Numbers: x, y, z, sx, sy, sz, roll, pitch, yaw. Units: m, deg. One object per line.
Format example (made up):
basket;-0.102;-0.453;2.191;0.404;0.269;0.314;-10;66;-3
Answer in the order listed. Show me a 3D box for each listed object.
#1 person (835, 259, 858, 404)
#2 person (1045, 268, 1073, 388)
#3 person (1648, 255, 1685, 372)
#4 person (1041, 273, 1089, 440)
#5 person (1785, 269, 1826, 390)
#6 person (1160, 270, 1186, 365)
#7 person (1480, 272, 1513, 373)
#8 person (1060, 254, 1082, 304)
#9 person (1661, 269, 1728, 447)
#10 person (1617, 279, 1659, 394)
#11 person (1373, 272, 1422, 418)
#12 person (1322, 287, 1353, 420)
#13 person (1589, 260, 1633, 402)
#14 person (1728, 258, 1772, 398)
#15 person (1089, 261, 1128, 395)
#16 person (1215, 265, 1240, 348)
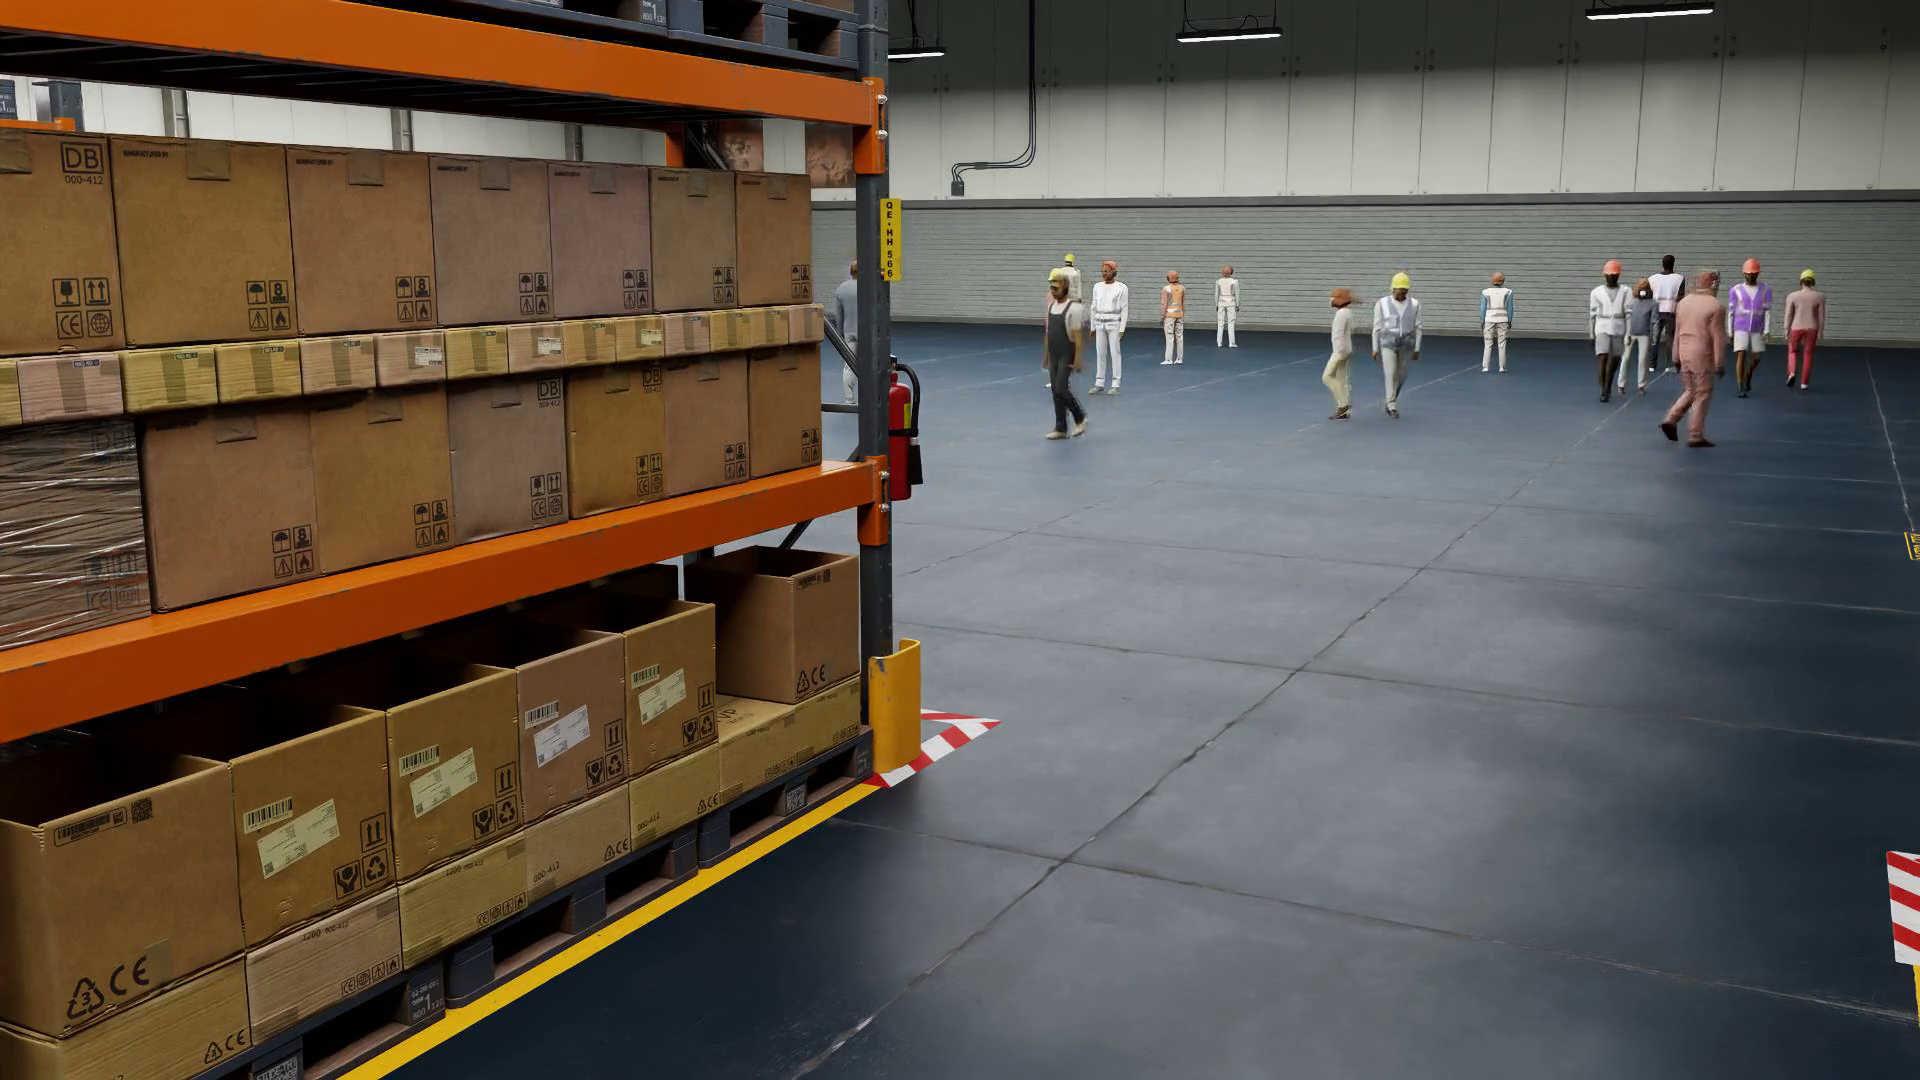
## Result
person;-1.297;-2.622;21.318;0.627;1.940;0.373;5;12;27
person;1.444;-3.103;24.445;0.341;1.757;0.518;-9;14;-41
person;11.629;-3.735;27.436;0.591;1.922;0.392;7;13;34
person;1.120;-2.001;18.245;0.424;1.830;0.515;-7;12;-33
person;12.317;-3.066;24.269;0.532;1.755;0.364;5;12;25
person;3.690;-3.849;28.829;0.514;1.639;0.310;-7;12;-32
person;8.780;-3.554;27.226;0.512;1.637;0.307;3;11;17
person;2.403;-5.381;36.657;0.601;1.830;0.403;4;11;19
person;7.802;-1.912;17.582;0.481;1.891;0.669;-3;11;-16
person;9.589;-2.871;23.536;0.520;1.629;0.302;4;11;19
person;5.430;-2.436;20.730;0.599;1.795;0.789;0;10;0
person;4.581;-2.255;20.168;0.352;1.618;0.533;4;11;19
person;8.833;-2.851;22.625;0.547;1.920;0.775;3;11;14
person;10.972;-2.951;23.151;0.563;1.923;0.650;3;11;16
person;2.088;-2.989;23.475;0.575;1.882;0.355;7;13;34
person;5.350;-4.671;33.298;0.514;1.645;0.309;6;12;28
